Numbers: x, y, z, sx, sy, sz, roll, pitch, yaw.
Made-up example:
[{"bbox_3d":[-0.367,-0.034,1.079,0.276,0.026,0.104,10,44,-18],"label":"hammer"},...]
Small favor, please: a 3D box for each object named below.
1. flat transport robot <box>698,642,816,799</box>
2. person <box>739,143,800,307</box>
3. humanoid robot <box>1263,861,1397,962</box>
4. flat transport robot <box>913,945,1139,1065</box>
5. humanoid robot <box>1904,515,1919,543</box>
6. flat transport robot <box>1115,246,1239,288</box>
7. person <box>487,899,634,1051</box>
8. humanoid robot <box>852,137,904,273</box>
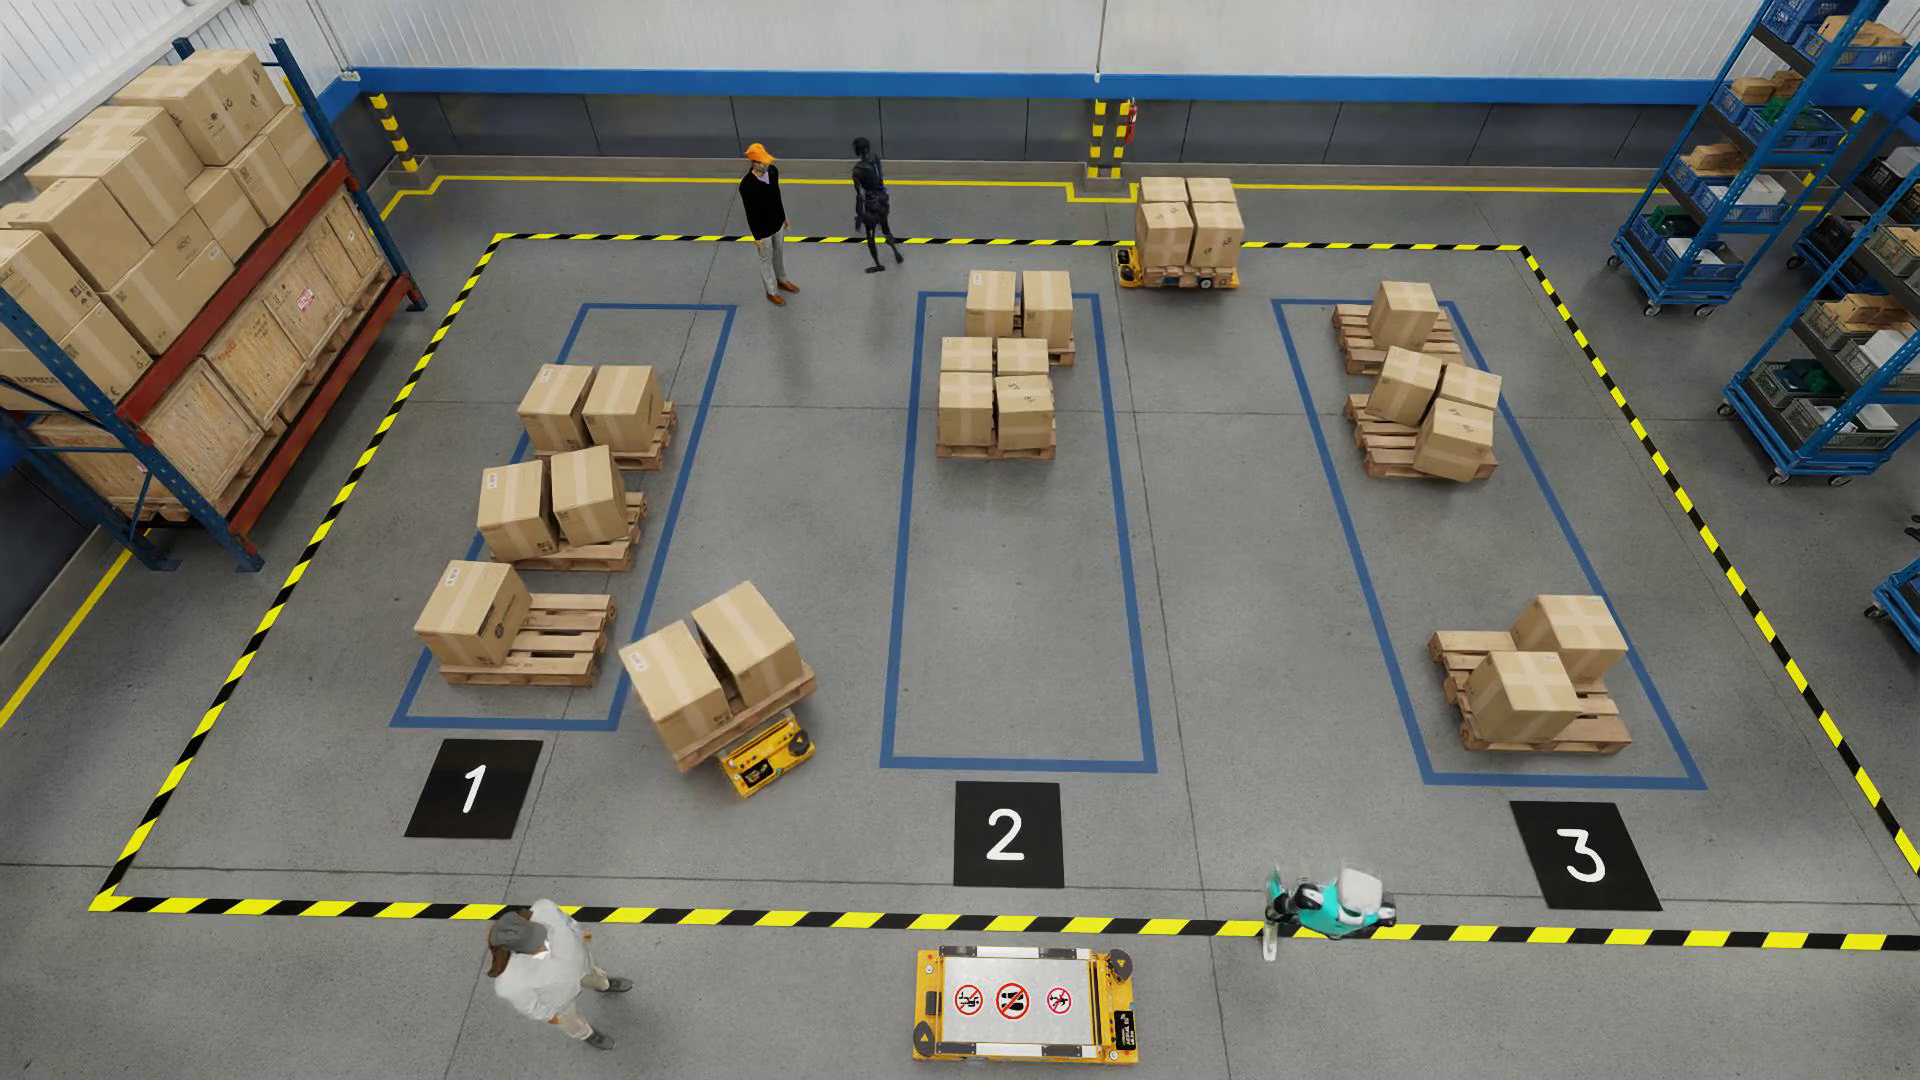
[{"bbox_3d":[-1.826,1.327,7.386,0.652,0.197,1.431,-31,57,-23],"label":"flat transport robot"},{"bbox_3d":[-2.156,-3.550,10.338,0.361,1.885,0.587,23,54,17],"label":"person"},{"bbox_3d":[2.189,2.232,5.787,0.548,1.871,0.833,10,51,8],"label":"humanoid robot"},{"bbox_3d":[0.422,3.041,6.007,1.431,0.231,0.659,1,51,1],"label":"flat transport robot"},{"bbox_3d":[9.180,-0.607,8.062,0.599,1.657,0.315,-31,57,-23],"label":"humanoid robot"},{"bbox_3d":[2.656,-3.367,11.212,1.431,0.197,0.652,1,51,1],"label":"flat transport robot"},{"bbox_3d":[-2.379,2.566,5.425,0.394,1.769,0.561,7,51,5],"label":"person"},{"bbox_3d":[-0.968,-3.906,10.764,0.468,1.647,0.598,23,54,18],"label":"humanoid robot"}]
